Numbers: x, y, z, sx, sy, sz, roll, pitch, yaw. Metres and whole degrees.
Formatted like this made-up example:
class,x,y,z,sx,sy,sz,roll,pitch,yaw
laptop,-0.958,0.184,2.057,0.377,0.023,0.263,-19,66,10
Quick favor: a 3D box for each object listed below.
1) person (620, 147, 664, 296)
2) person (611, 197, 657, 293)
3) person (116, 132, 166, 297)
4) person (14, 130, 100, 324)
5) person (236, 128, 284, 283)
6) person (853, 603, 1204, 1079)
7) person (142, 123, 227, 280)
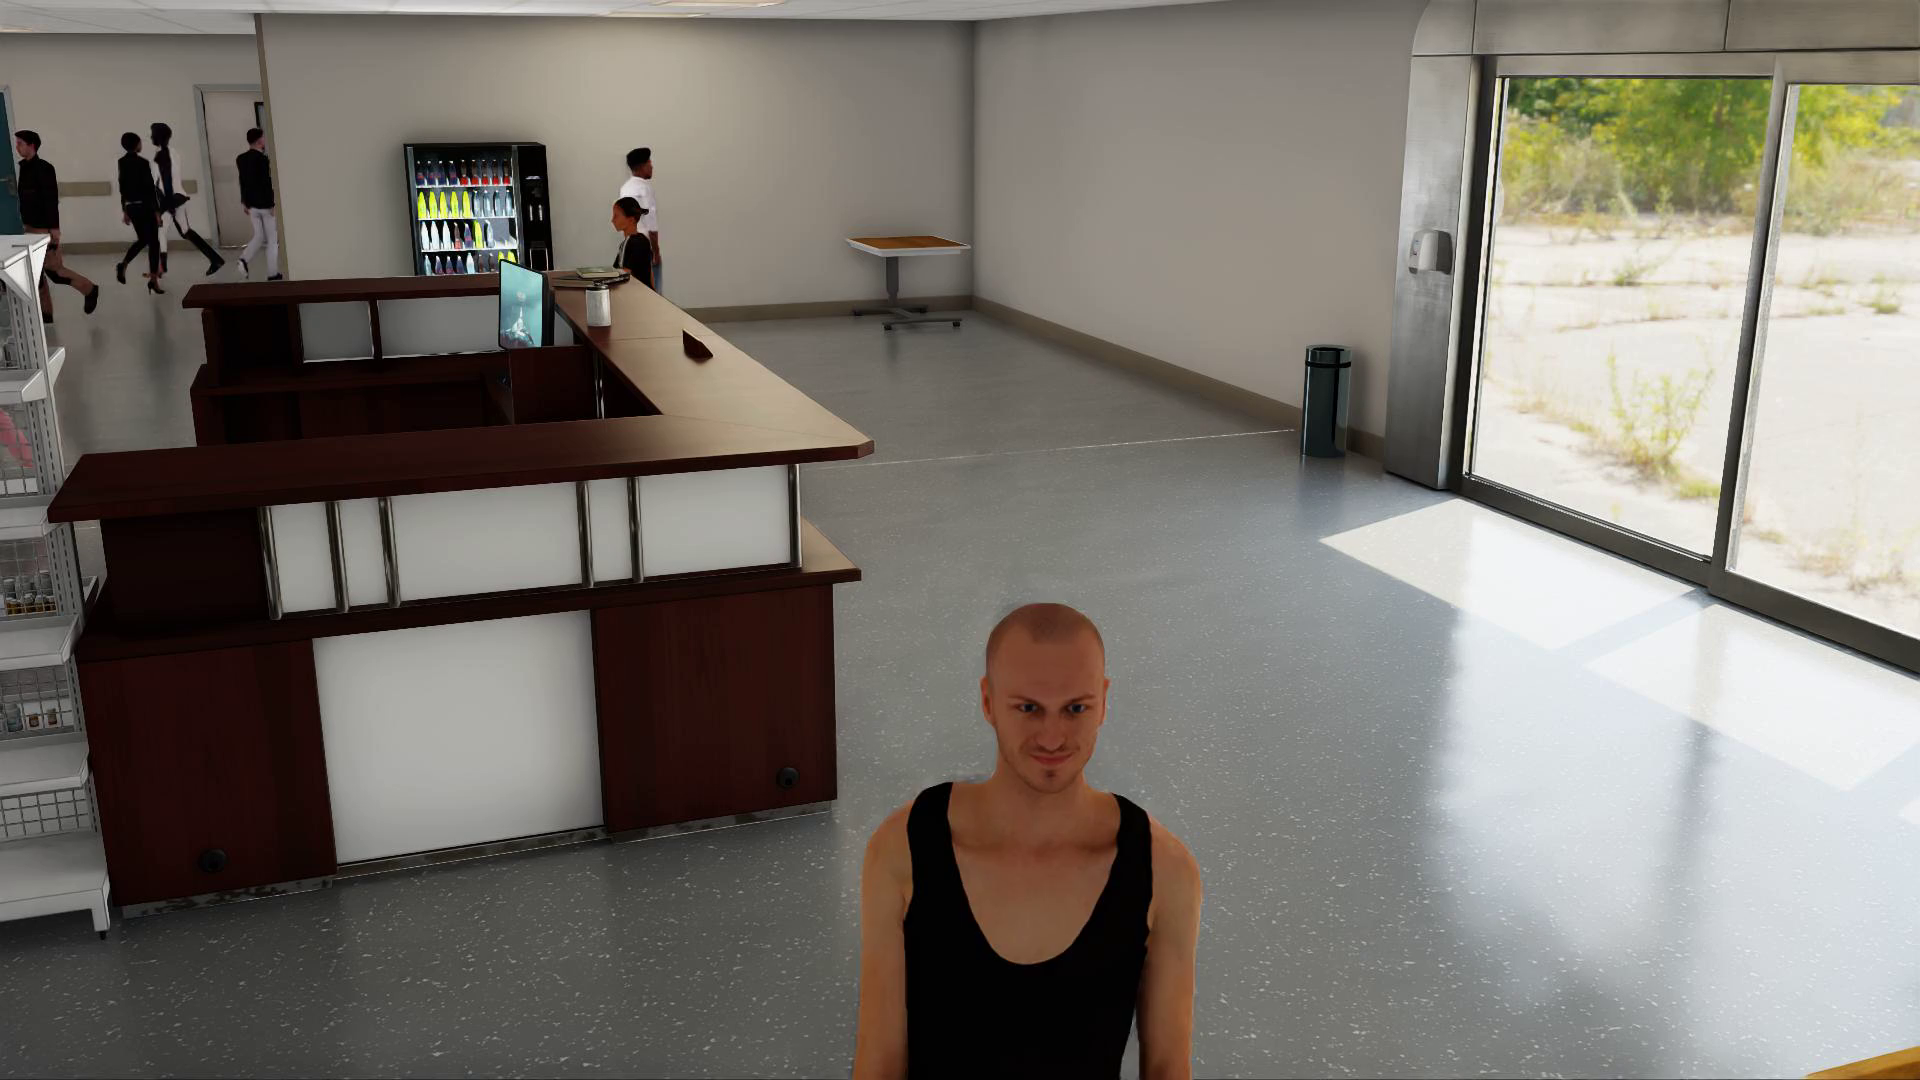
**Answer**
class,x,y,z,sx,sy,sz,roll,pitch,yaw
person,-3.046,-2.733,15.530,0.931,1.798,0.782,-11,19,-35
person,-2.166,-1.576,11.716,0.972,1.642,0.838,3,16,11
person,-9.288,-3.652,18.752,0.890,1.819,0.937,6,17,21
person,-9.159,-3.132,16.746,1.045,1.906,1.162,11,19,33
person,-8.429,-3.972,19.880,0.988,1.823,1.045,7,17,24
person,0.075,0.940,2.501,1.055,1.798,0.969,1,16,2
person,-9.530,-4.112,20.313,1.261,1.858,0.899,-1,16,-4
